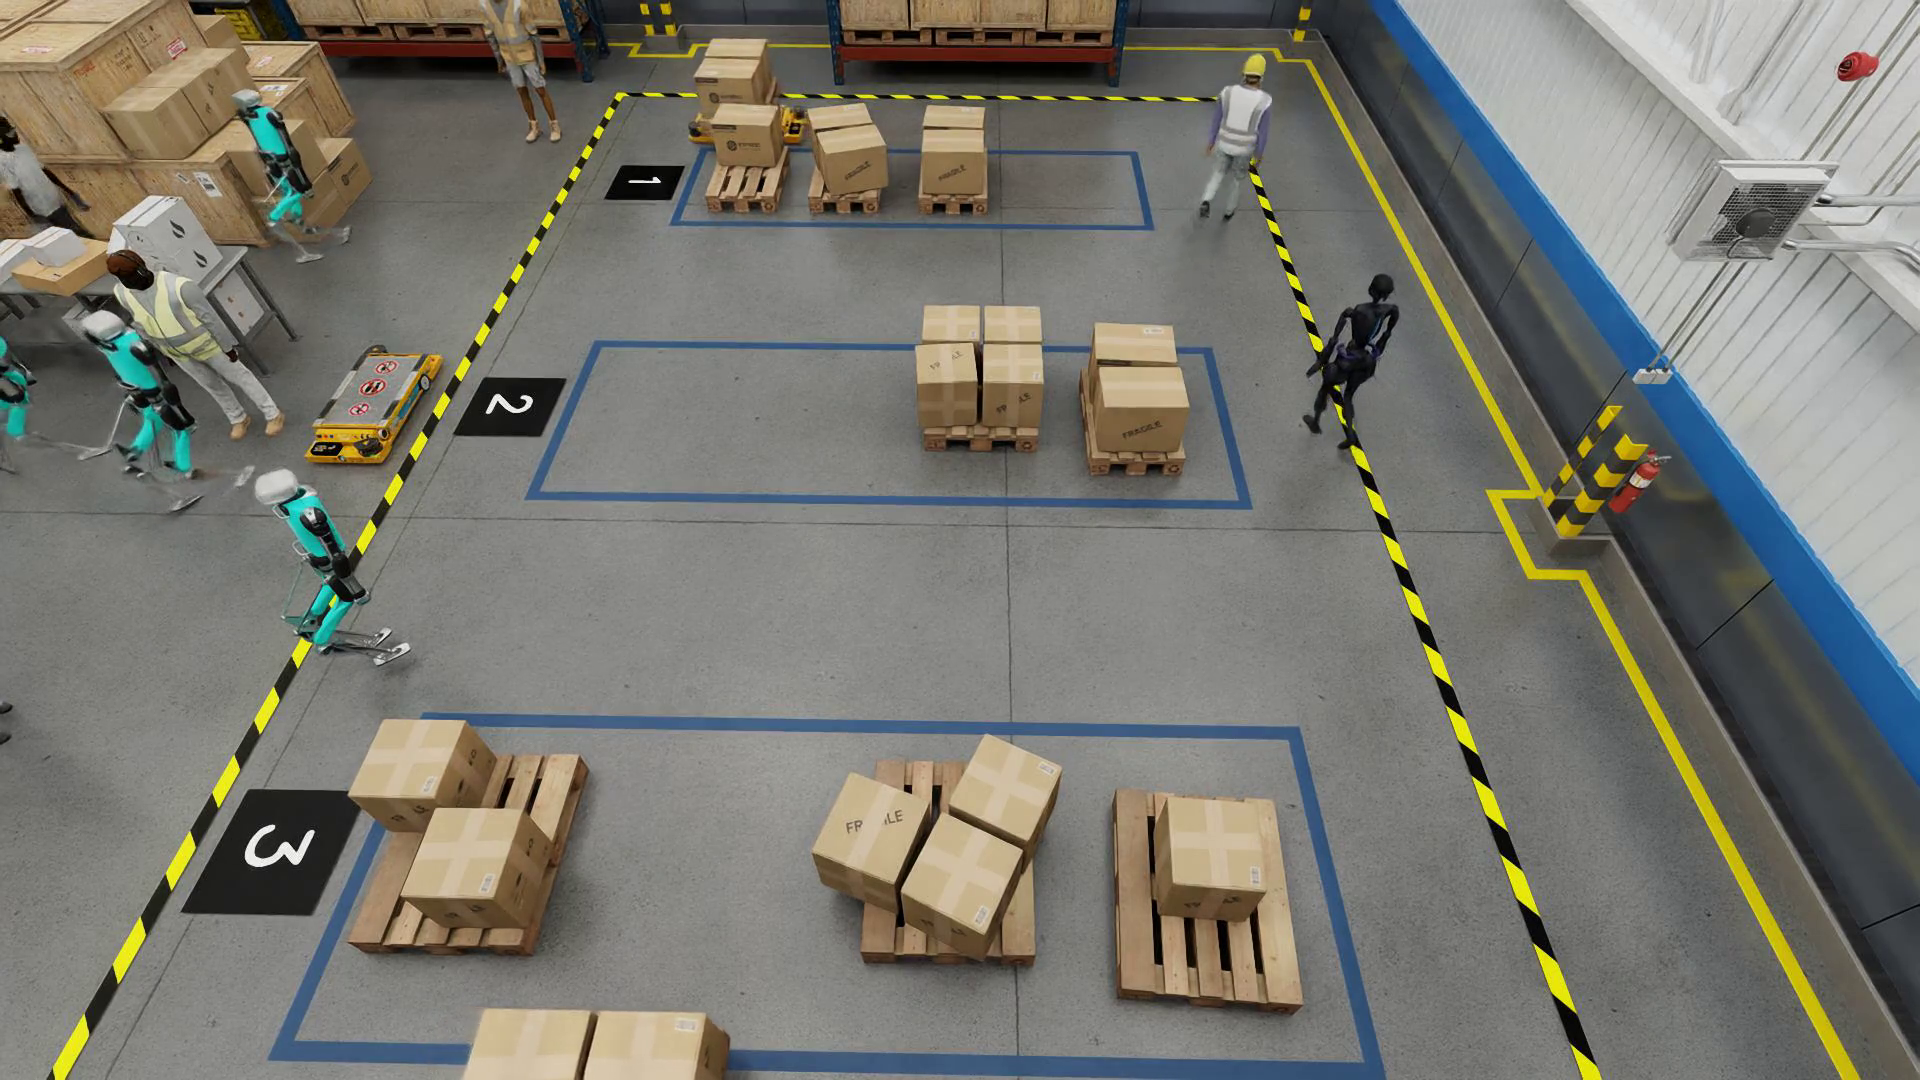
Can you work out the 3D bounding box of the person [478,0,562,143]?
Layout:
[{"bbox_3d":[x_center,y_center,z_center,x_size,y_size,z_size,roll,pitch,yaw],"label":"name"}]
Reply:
[{"bbox_3d":[-5.379,-5.882,11.184,0.608,2.042,0.394,2,50,2],"label":"person"}]

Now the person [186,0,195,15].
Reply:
[{"bbox_3d":[-10.649,-7.103,12.306,0.394,1.910,0.585,30,56,23],"label":"person"}]

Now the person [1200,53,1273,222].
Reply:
[{"bbox_3d":[3.010,-4.320,10.011,0.618,1.810,0.527,26,54,20],"label":"person"}]

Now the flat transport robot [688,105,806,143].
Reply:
[{"bbox_3d":[-2.772,-5.437,11.949,1.431,0.197,0.652,1,50,1],"label":"flat transport robot"}]

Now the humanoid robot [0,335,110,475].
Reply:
[{"bbox_3d":[-8.017,-1.194,7.429,0.915,1.785,0.542,-25,54,-20],"label":"humanoid robot"}]

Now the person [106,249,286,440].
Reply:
[{"bbox_3d":[-6.427,-1.614,7.709,0.622,1.839,0.430,-5,50,-4],"label":"person"}]

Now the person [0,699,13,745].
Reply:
[{"bbox_3d":[-6.810,0.775,5.737,0.335,1.758,0.520,-27,55,-21],"label":"person"}]

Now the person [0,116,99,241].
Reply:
[{"bbox_3d":[-8.935,-3.300,9.130,0.728,1.839,0.539,-9,50,-7],"label":"person"}]

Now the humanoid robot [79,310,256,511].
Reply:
[{"bbox_3d":[-6.365,-0.887,7.173,0.578,1.776,0.896,16,52,13],"label":"humanoid robot"}]

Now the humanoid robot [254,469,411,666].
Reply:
[{"bbox_3d":[-4.295,0.304,6.062,0.533,1.673,0.735,33,57,25],"label":"humanoid robot"}]

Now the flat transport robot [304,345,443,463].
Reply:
[{"bbox_3d":[-5.383,-1.269,8.441,0.659,0.231,1.431,1,50,1],"label":"flat transport robot"}]

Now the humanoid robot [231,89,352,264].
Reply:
[{"bbox_3d":[-7.096,-3.663,9.512,0.591,1.726,1.036,17,52,14],"label":"humanoid robot"}]

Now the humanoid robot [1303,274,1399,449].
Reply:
[{"bbox_3d":[3.288,-1.452,7.684,0.593,1.641,0.575,-8,50,-7],"label":"humanoid robot"}]
